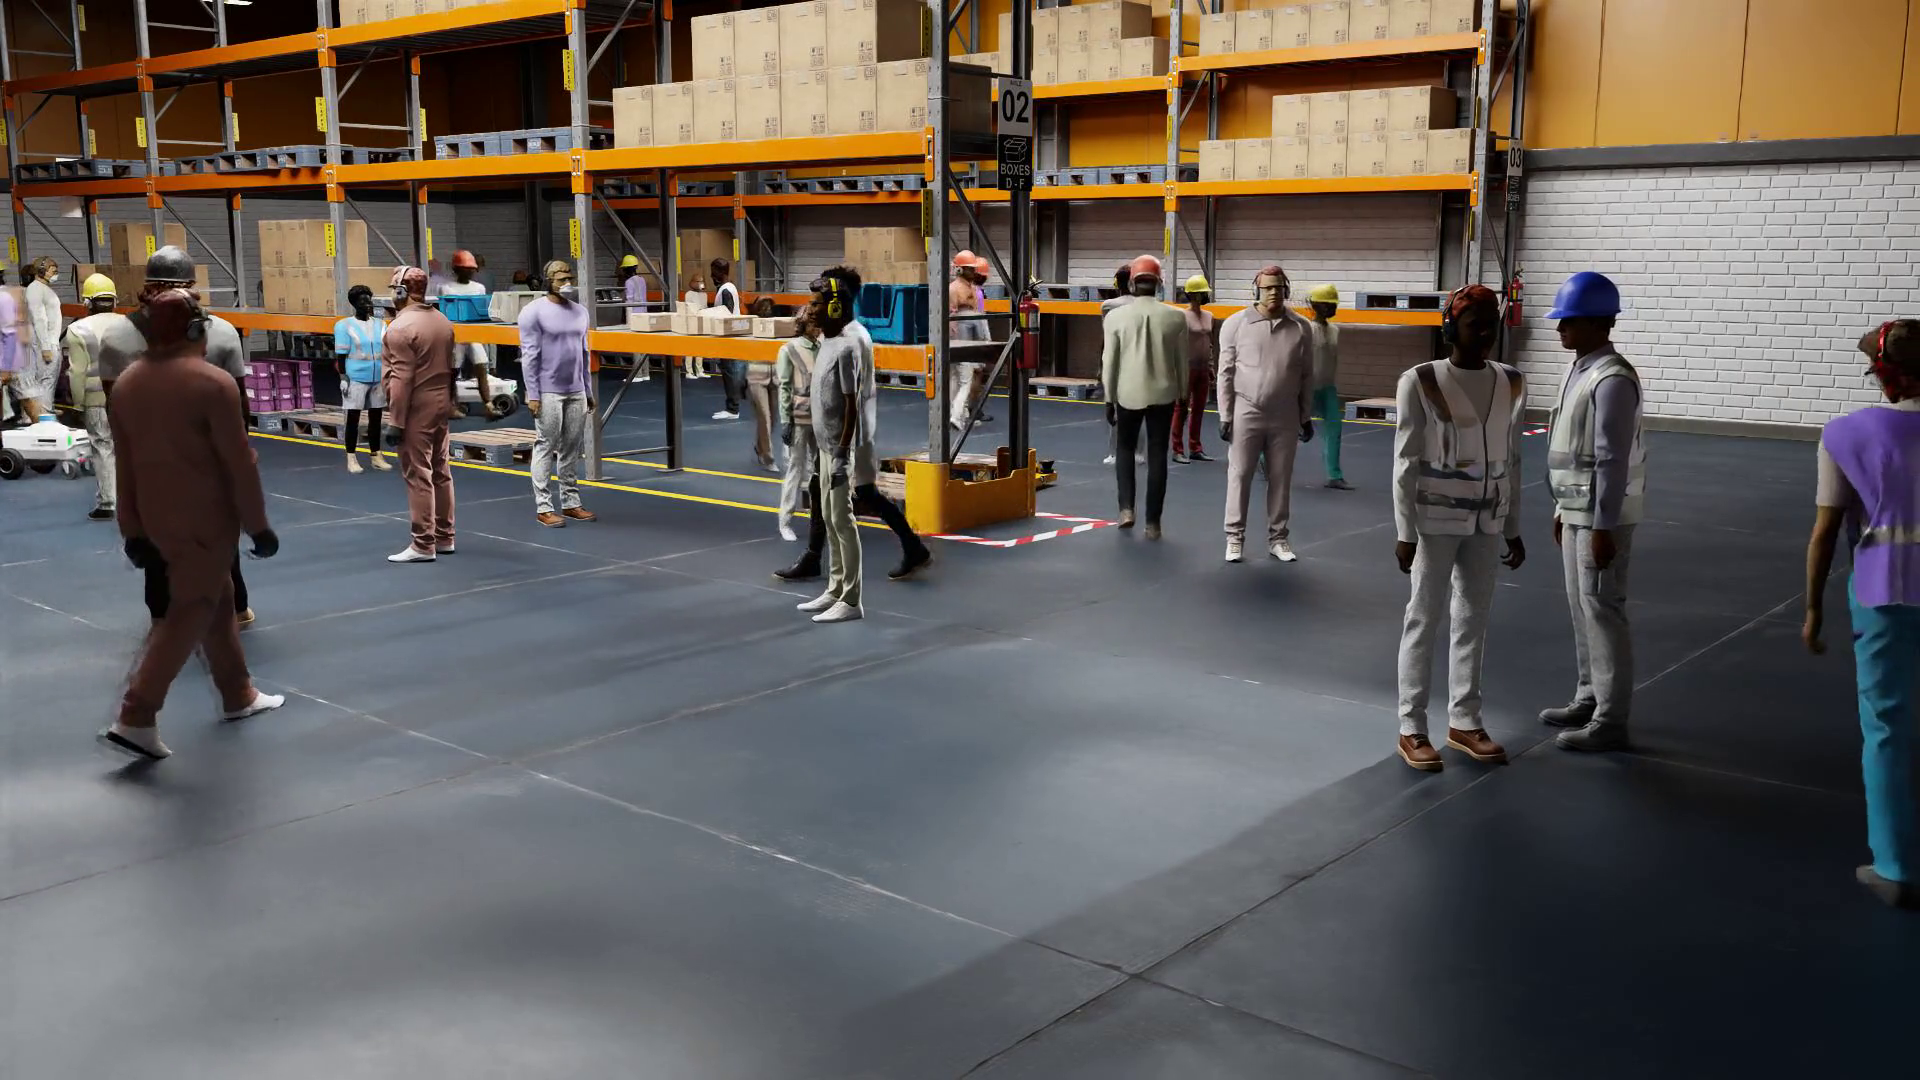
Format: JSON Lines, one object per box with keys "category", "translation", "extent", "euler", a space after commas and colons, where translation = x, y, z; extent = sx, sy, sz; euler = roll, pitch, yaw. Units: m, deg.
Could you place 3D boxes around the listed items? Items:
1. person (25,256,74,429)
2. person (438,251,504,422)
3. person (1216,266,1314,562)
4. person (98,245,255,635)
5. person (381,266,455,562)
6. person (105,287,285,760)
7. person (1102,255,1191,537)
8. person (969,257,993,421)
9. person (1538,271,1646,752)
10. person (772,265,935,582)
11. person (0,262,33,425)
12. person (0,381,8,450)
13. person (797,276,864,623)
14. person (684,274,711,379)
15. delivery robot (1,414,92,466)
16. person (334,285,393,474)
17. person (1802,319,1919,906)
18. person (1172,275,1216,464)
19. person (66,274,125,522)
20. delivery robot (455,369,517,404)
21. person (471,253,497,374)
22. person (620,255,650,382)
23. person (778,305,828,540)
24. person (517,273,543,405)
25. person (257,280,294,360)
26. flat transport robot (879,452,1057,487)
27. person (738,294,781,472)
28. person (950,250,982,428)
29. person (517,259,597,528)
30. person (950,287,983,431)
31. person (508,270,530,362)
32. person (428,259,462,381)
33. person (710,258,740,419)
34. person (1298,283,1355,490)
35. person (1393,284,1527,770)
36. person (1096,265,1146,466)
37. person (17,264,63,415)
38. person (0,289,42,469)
{"category": "person", "translation": [-9.881, -2.097, 18.025], "extent": [0.371, 1.936, 0.627], "euler": [-4, 11, -21]}
{"category": "person", "translation": [-5.754, -2.364, 19.395], "extent": [1.041, 1.986, 0.633], "euler": [9, 13, 41]}
{"category": "person", "translation": [1.979, -0.800, 10.735], "extent": [0.663, 1.905, 0.402], "euler": [-1, 10, -4]}
{"category": "person", "translation": [-4.094, -0.525, 8.768], "extent": [0.688, 2.000, 0.537], "euler": [-3, 10, -16]}
{"category": "person", "translation": [-3.525, -0.809, 10.768], "extent": [0.408, 1.909, 0.638], "euler": [2, 10, 11]}
{"category": "person", "translation": [-3.164, -0.084, 6.757], "extent": [0.629, 1.872, 0.964], "euler": [5, 11, 27]}
{"category": "person", "translation": [1.317, -1.012, 11.747], "extent": [0.629, 1.975, 0.544], "euler": [1, 10, 5]}
{"category": "person", "translation": [0.194, -2.329, 19.392], "extent": [0.413, 1.912, 0.554], "euler": [-2, 10, -14]}
{"category": "person", "translation": [2.542, -0.113, 6.759], "extent": [0.439, 1.934, 0.619], "euler": [1, 10, 7]}
{"category": "person", "translation": [-0.616, -0.687, 10.025], "extent": [0.974, 1.930, 0.612], "euler": [-2, 10, -10]}
{"category": "person", "translation": [-10.894, -2.252, 18.999], "extent": [0.597, 1.897, 0.615], "euler": [5, 11, 26]}
{"category": "person", "translation": [-9.630, -1.825, 16.462], "extent": [0.354, 1.939, 0.544], "euler": [3, 11, 19]}
{"category": "person", "translation": [-0.699, -0.487, 9.038], "extent": [0.328, 1.872, 0.513], "euler": [-3, 11, -19]}
{"category": "person", "translation": [-4.089, -3.317, 25.852], "extent": [0.284, 1.626, 0.504], "euler": [6, 12, 31]}
{"category": "delivery robot", "translation": [-8.055, -0.868, 14.682], "extent": [0.707, 0.478, 0.477], "euler": [1, 10, 9]}
{"category": "person", "translation": [-5.367, -1.447, 14.998], "extent": [0.317, 1.695, 0.540], "euler": [7, 12, 36]}
{"category": "person", "translation": [2.957, 0.223, 5.175], "extent": [0.594, 1.804, 0.476], "euler": [4, 11, 20]}
{"category": "person", "translation": [2.220, -1.606, 15.706], "extent": [0.533, 1.768, 0.313], "euler": [-8, 13, -38]}
{"category": "person", "translation": [-6.320, -1.051, 12.359], "extent": [0.404, 1.833, 0.589], "euler": [7, 12, 35]}
{"category": "delivery robot", "translation": [-5.737, -1.821, 20.111], "extent": [0.707, 0.478, 0.477], "euler": [-1, 10, -8]}
{"category": "person", "translation": [-7.679, -3.622, 26.708], "extent": [0.355, 1.932, 0.636], "euler": [3, 10, 14]}
{"category": "person", "translation": [-4.936, -3.346, 25.189], "extent": [0.397, 1.918, 0.588], "euler": [2, 10, 12]}
{"category": "person", "translation": [-1.063, -0.810, 11.584], "extent": [0.367, 1.639, 0.533], "euler": [10, 14, 44]}
{"category": "person", "translation": [-5.481, -2.598, 21.549], "extent": [0.542, 1.695, 0.316], "euler": [-4, 11, -19]}
{"category": "person", "translation": [-11.428, -3.774, 27.857], "extent": [0.591, 1.834, 0.404], "euler": [-2, 10, -12]}
{"category": "flat transport robot", "translation": [0.053, -0.604, 14.258], "extent": [1.431, 0.197, 0.652], "euler": [5, 11, 25]}
{"category": "person", "translation": [-1.801, -1.453, 15.298], "extent": [0.527, 1.617, 0.764], "euler": [-6, 12, -31]}
{"category": "person", "translation": [0.049, -2.247, 18.704], "extent": [0.391, 1.992, 0.623], "euler": [4, 11, 24]}
{"category": "person", "translation": [-2.921, -1.069, 12.159], "extent": [0.370, 1.941, 0.627], "euler": [7, 12, 34]}
{"category": "person", "translation": [0.004, -2.037, 18.617], "extent": [0.511, 1.598, 0.772], "euler": [4, 11, 24]}
{"category": "person", "translation": [-7.790, -3.973, 29.563], "extent": [0.504, 1.631, 0.279], "euler": [-8, 13, -37]}
{"category": "person", "translation": [-8.058, -3.340, 25.299], "extent": [0.991, 1.856, 0.673], "euler": [2, 10, 12]}
{"category": "person", "translation": [-2.777, -2.397, 19.821], "extent": [0.412, 1.905, 0.606], "euler": [-2, 10, -9]}
{"category": "person", "translation": [2.978, -1.308, 14.100], "extent": [0.525, 1.734, 0.807], "euler": [-7, 12, -34]}
{"category": "person", "translation": [1.952, -0.047, 6.499], "extent": [0.576, 1.883, 0.354], "euler": [-4, 11, -19]}
{"category": "person", "translation": [1.536, -1.617, 15.487], "extent": [0.538, 1.866, 0.312], "euler": [-1, 10, -8]}
{"category": "person", "translation": [-11.068, -2.379, 19.925], "extent": [0.430, 1.835, 0.619], "euler": [1, 10, 8]}
{"category": "person", "translation": [-8.784, -1.598, 15.087], "extent": [0.637, 1.977, 0.869], "euler": [4, 11, 21]}
